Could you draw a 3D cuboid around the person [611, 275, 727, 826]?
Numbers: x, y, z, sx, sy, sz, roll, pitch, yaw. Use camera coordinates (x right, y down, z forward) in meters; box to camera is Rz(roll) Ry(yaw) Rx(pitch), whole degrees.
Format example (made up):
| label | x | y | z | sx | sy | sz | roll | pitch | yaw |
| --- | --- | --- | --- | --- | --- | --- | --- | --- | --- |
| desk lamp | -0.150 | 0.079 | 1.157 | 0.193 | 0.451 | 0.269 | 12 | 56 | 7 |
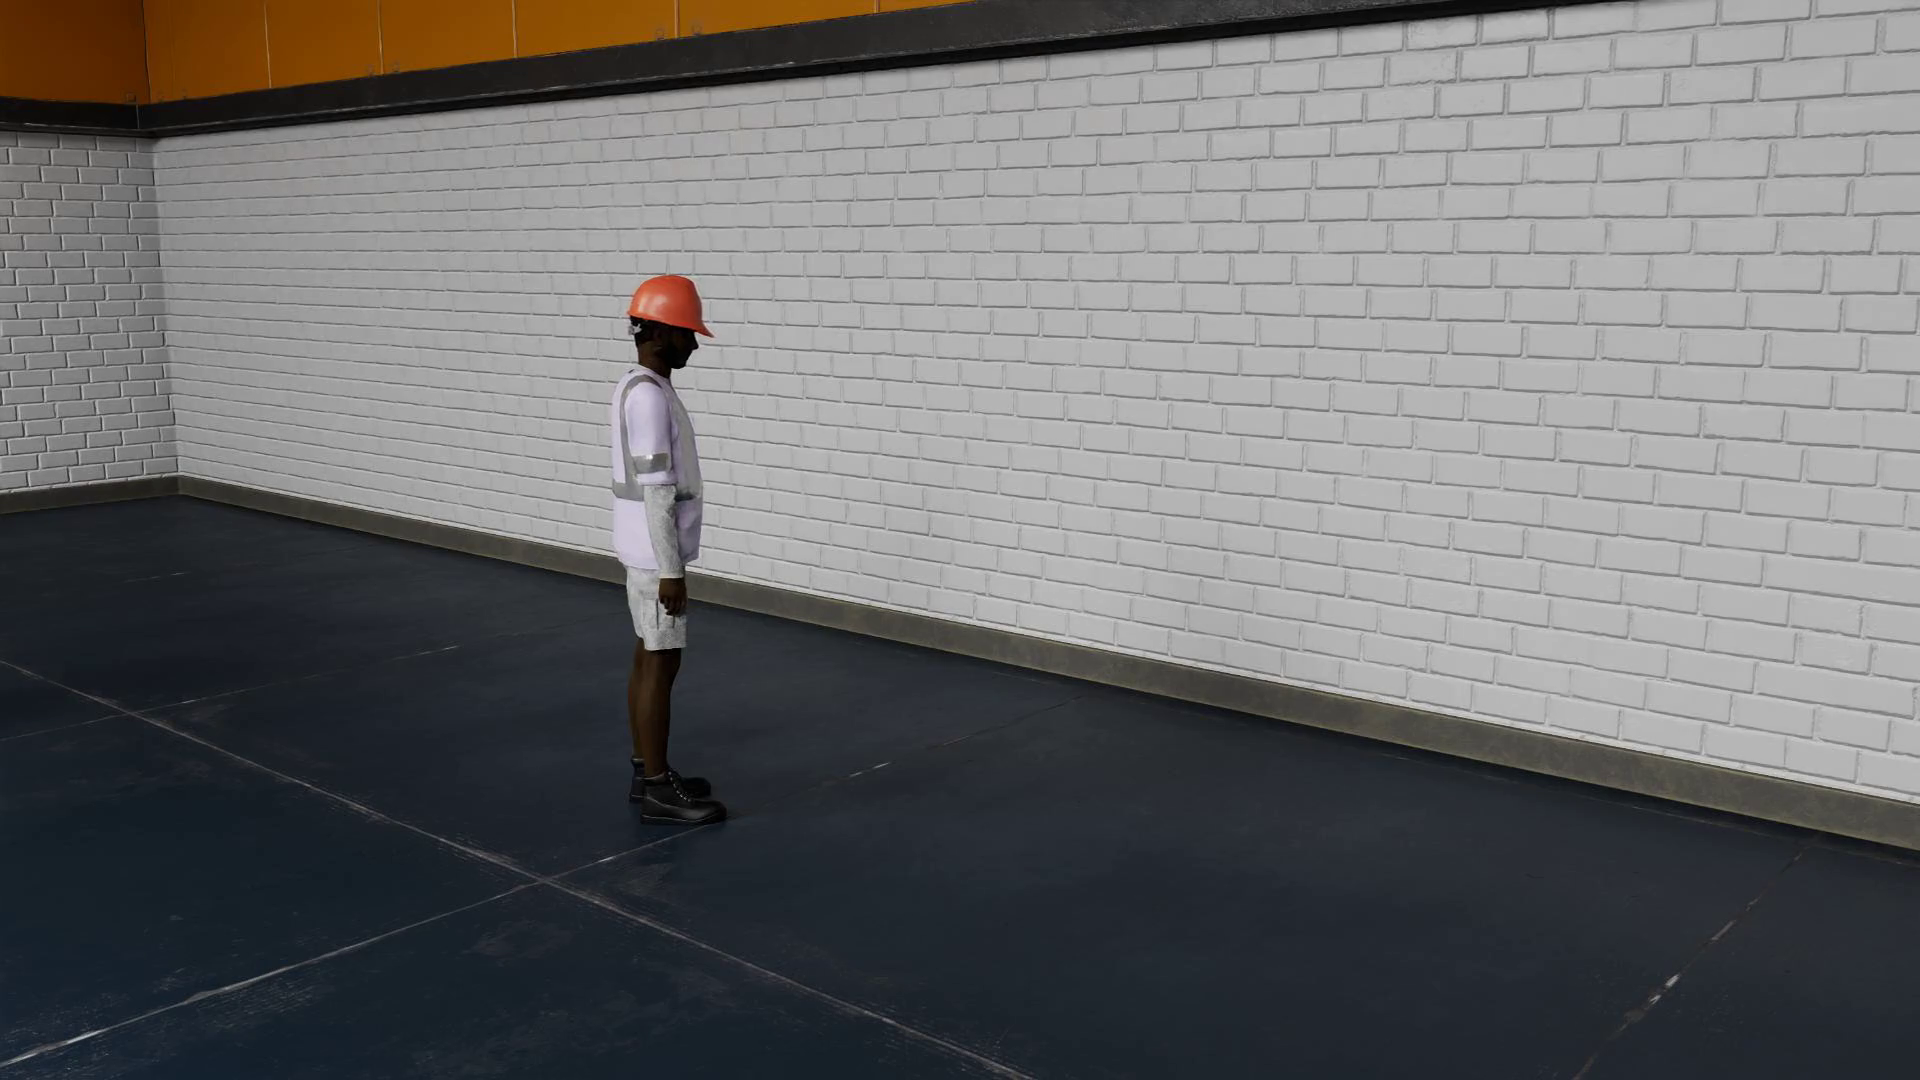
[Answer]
| label | x | y | z | sx | sy | sz | roll | pitch | yaw |
| --- | --- | --- | --- | --- | --- | --- | --- | --- | --- |
| person | -1.037 | 0.039 | 5.880 | 0.367 | 1.930 | 0.542 | -3 | 10 | -16 |
